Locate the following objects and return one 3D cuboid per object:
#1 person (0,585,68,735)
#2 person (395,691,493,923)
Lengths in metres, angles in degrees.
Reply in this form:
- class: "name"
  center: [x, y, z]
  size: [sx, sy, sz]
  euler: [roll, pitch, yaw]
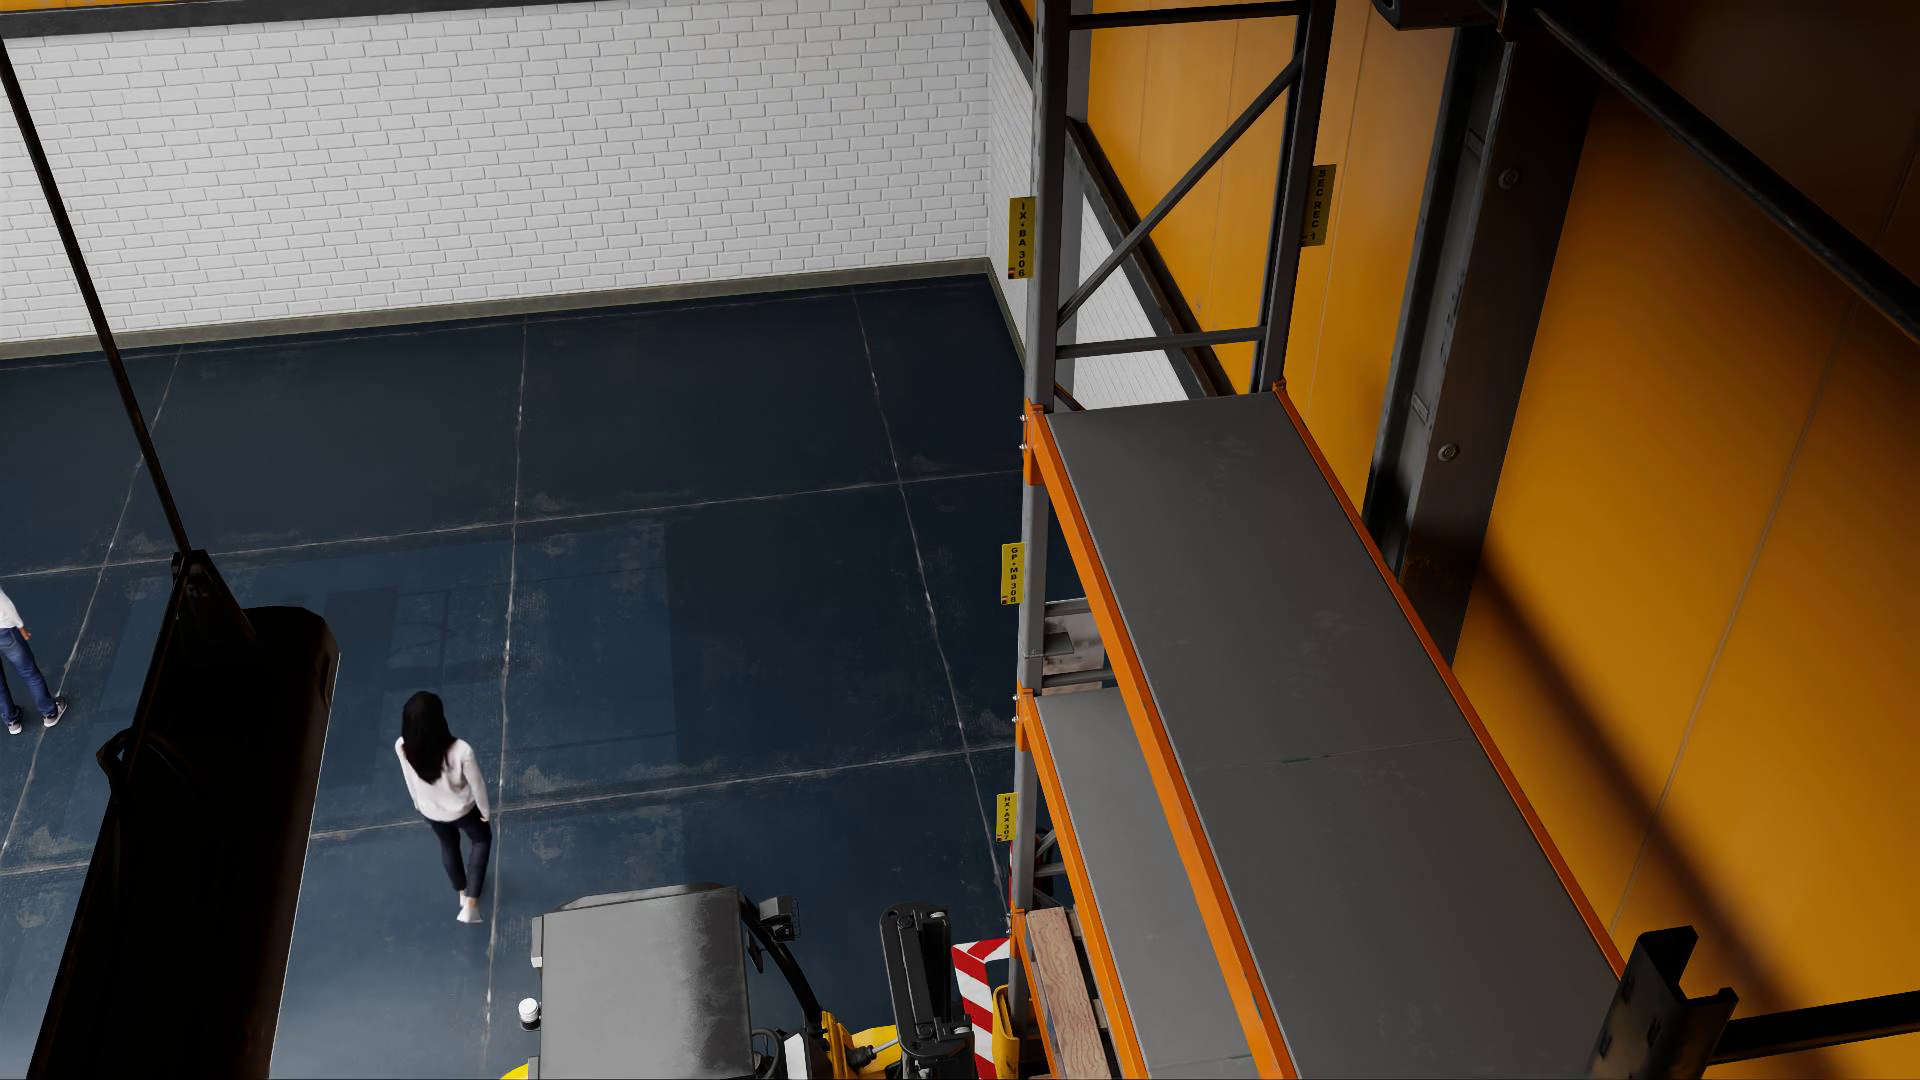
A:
- class: "person"
  center: [-6.191, 0.605, 10.634]
  size: [0.542, 1.555, 0.542]
  euler: [-10, 40, -12]
- class: "person"
  center: [-2.896, 1.555, 9.338]
  size: [0.717, 1.689, 0.830]
  euler: [2, 39, 2]
